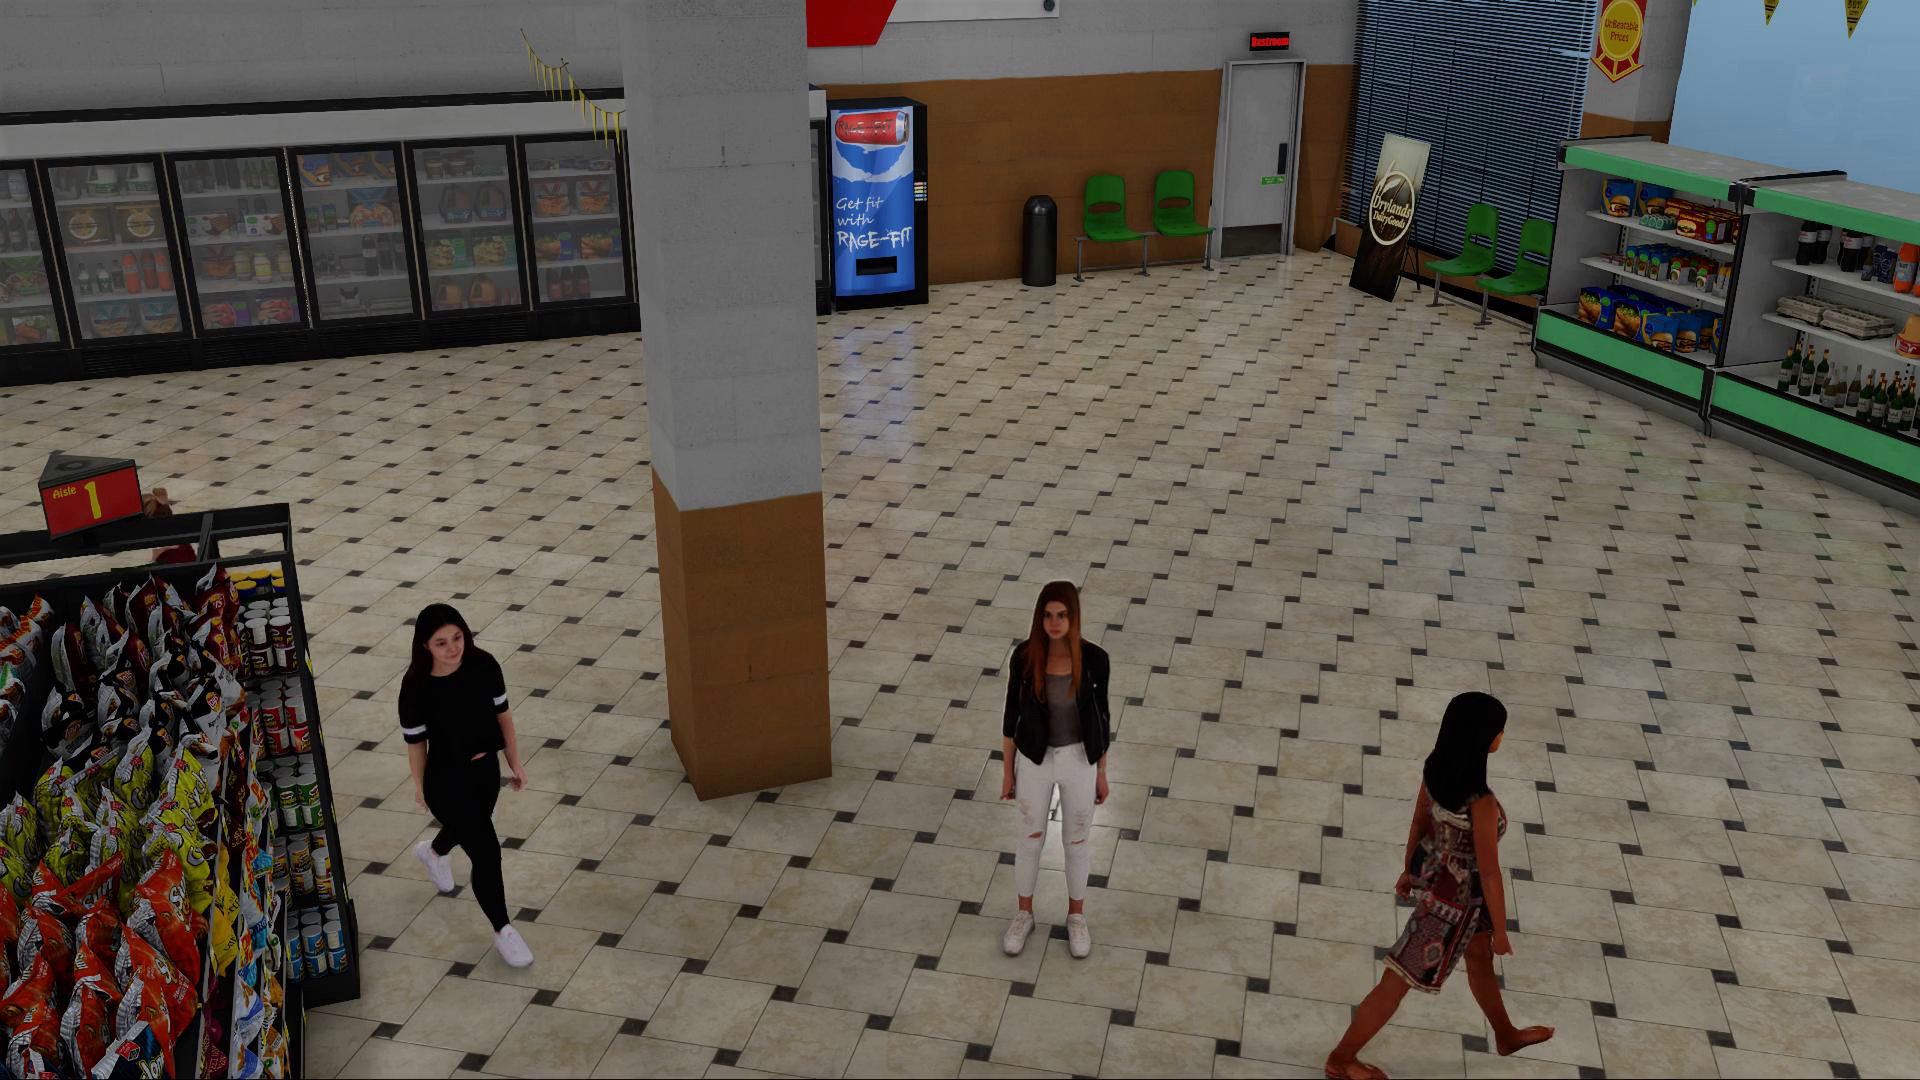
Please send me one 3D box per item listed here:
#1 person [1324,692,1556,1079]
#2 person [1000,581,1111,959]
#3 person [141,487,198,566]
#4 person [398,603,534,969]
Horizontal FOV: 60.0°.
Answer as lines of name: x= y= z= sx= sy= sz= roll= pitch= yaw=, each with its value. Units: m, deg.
person: x=1.699 y=1.348 z=6.112 sx=0.848 sy=1.584 sz=1.158 roll=-3 pitch=22 yaw=-7
person: x=0.406 y=0.950 z=6.943 sx=0.680 sy=1.703 sz=0.664 roll=2 pitch=22 yaw=5
person: x=-3.622 y=0.555 z=7.966 sx=0.796 sy=1.673 sz=0.944 roll=-5 pitch=22 yaw=-12
person: x=-2.125 y=0.980 z=7.002 sx=1.184 sy=1.602 sz=0.956 roll=18 pitch=28 yaw=37
